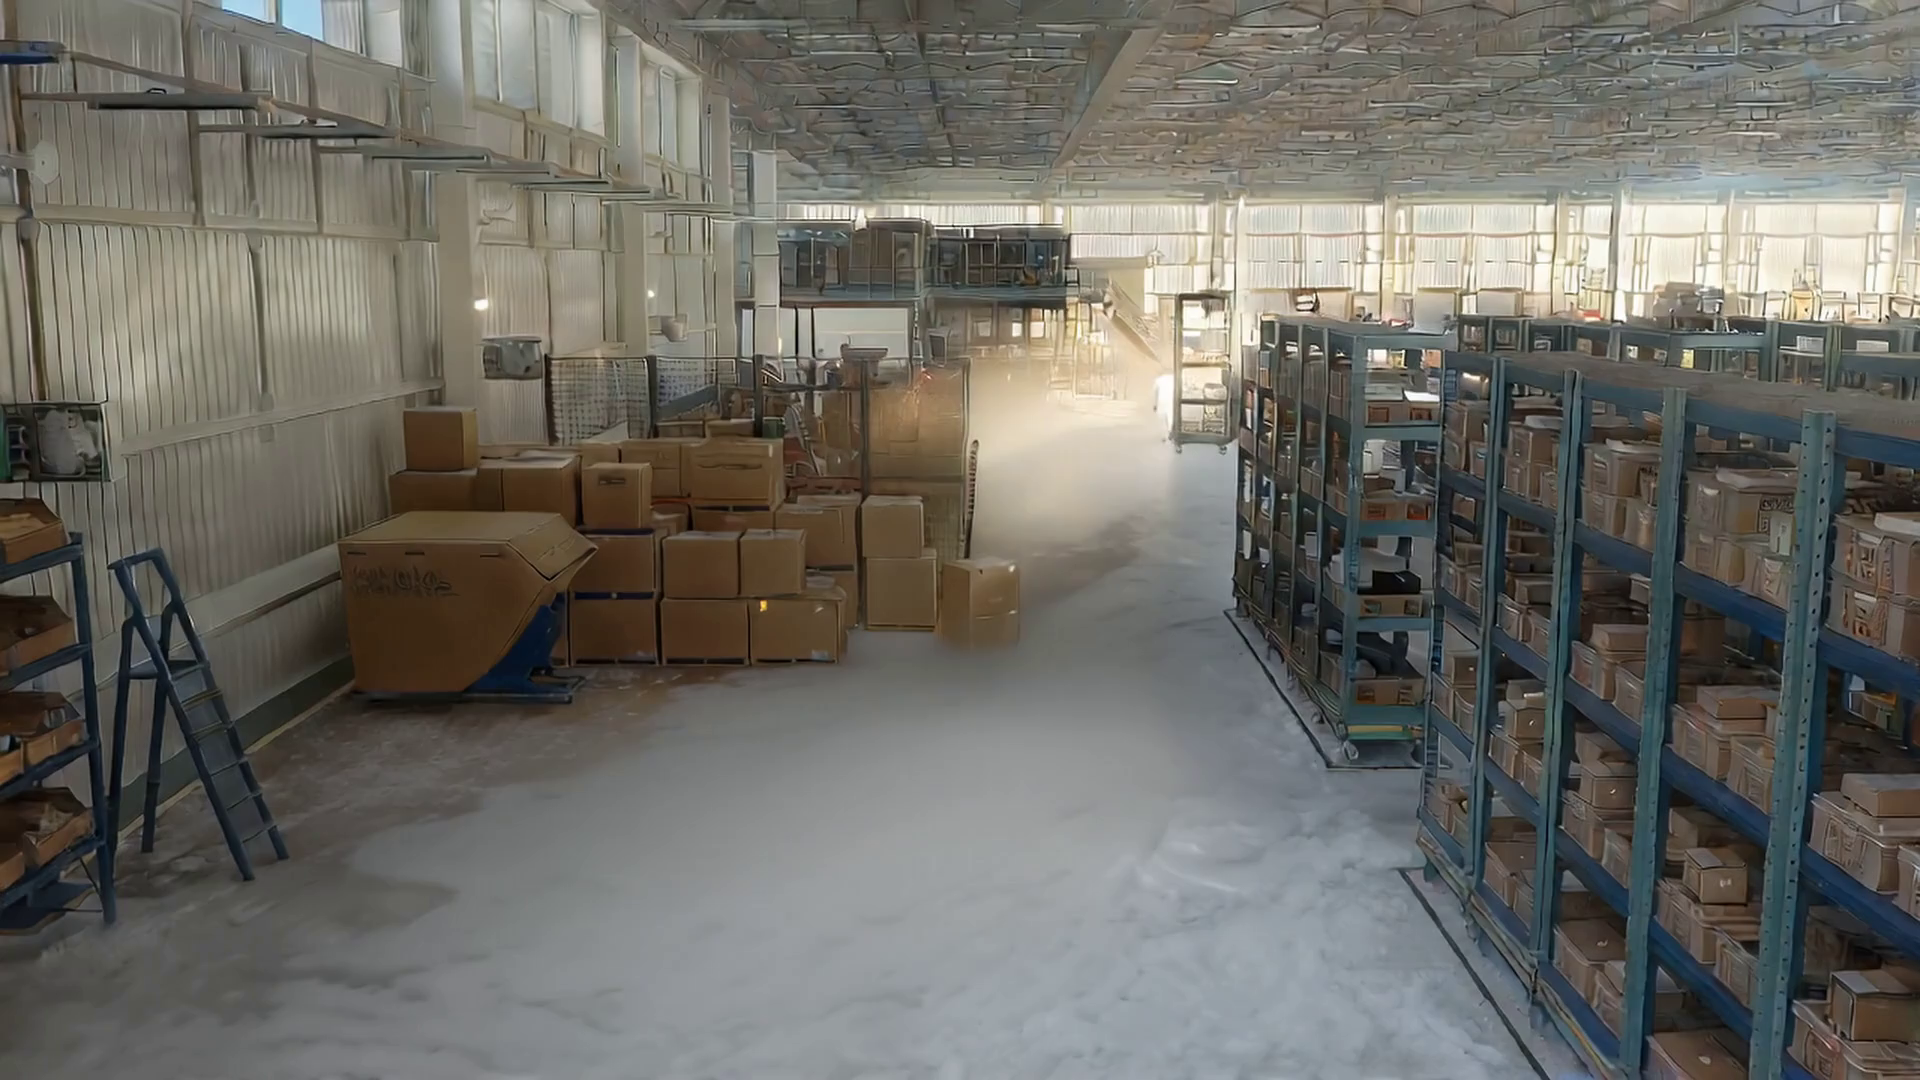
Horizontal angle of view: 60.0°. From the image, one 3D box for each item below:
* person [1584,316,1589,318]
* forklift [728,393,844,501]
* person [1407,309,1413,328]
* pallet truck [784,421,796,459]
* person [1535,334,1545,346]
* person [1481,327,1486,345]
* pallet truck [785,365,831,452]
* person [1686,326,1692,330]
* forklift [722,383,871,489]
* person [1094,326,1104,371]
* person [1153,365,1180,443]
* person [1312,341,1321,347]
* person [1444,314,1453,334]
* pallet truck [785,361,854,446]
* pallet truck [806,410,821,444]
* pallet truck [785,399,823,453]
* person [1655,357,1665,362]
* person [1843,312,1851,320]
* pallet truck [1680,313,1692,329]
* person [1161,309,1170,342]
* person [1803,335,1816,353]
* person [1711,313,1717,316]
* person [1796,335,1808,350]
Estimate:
[{"bbox_3d":[31.061,-10.186,82.465,0.361,1.884,0.574,-1,9,-6],"label":"person"},{"bbox_3d":[-2.979,-1.316,26.476,2.680,1.987,1.157,0,9,1],"label":"forklift"},{"bbox_3d":[25.588,-12.172,94.614,0.397,1.918,0.588,5,10,28],"label":"person"},{"bbox_3d":[-4.013,-1.793,32.705,1.601,1.201,0.680,0,9,1],"label":"pallet truck"},{"bbox_3d":[22.545,-7.356,64.784,0.502,1.953,0.638,2,9,10],"label":"person"},{"bbox_3d":[25.420,-9.912,80.662,0.654,1.924,0.643,2,9,14],"label":"person"},{"bbox_3d":[-3.774,-2.976,37.635,1.885,1.965,0.823,1,9,5],"label":"pallet truck"},{"bbox_3d":[30.271,-8.039,69.114,0.593,1.920,0.391,-7,12,-38],"label":"person"},{"bbox_3d":[-2.893,-1.687,28.729,2.680,1.987,1.157,0,9,-1],"label":"forklift"},{"bbox_3d":[5.713,-7.789,67.811,0.338,1.842,0.528,-4,10,-22],"label":"person"},{"bbox_3d":[4.959,-3.260,39.865,0.657,1.839,1.031,2,9,10],"label":"person"},{"bbox_3d":[13.800,-7.219,64.049,0.592,1.922,0.392,4,10,21],"label":"person"},{"bbox_3d":[25.540,-10.899,87.031,0.452,1.825,0.638,1,9,8],"label":"person"},{"bbox_3d":[-3.410,-3.193,38.978,1.885,1.965,0.823,0,9,-1],"label":"pallet truck"},{"bbox_3d":[-3.559,-2.018,33.905,1.522,1.261,0.704,0,9,-1],"label":"pallet truck"},{"bbox_3d":[-3.814,-2.432,36.419,1.630,1.274,0.653,0,9,1],"label":"pallet truck"},{"bbox_3d":[17.297,-3.534,41.101,0.540,1.994,0.653,-8,12,-42],"label":"person"},{"bbox_3d":[47.550,-11.284,89.262,1.011,1.889,0.561,-5,10,-27],"label":"person"},{"bbox_3d":[36.315,-10.531,84.244,0.823,1.965,1.885,-6,11,-33],"label":"pallet truck"},{"bbox_3d":[11.813,-12.357,95.737,0.607,1.927,0.503,8,12,41],"label":"person"},{"bbox_3d":[30.468,-6.487,59.647,1.008,1.878,0.569,3,10,16],"label":"person"},{"bbox_3d":[39.161,-10.851,86.438,0.386,1.922,0.594,-1,9,-7],"label":"person"},{"bbox_3d":[33.205,-7.453,65.659,0.532,1.867,0.316,8,12,42],"label":"person"}]
